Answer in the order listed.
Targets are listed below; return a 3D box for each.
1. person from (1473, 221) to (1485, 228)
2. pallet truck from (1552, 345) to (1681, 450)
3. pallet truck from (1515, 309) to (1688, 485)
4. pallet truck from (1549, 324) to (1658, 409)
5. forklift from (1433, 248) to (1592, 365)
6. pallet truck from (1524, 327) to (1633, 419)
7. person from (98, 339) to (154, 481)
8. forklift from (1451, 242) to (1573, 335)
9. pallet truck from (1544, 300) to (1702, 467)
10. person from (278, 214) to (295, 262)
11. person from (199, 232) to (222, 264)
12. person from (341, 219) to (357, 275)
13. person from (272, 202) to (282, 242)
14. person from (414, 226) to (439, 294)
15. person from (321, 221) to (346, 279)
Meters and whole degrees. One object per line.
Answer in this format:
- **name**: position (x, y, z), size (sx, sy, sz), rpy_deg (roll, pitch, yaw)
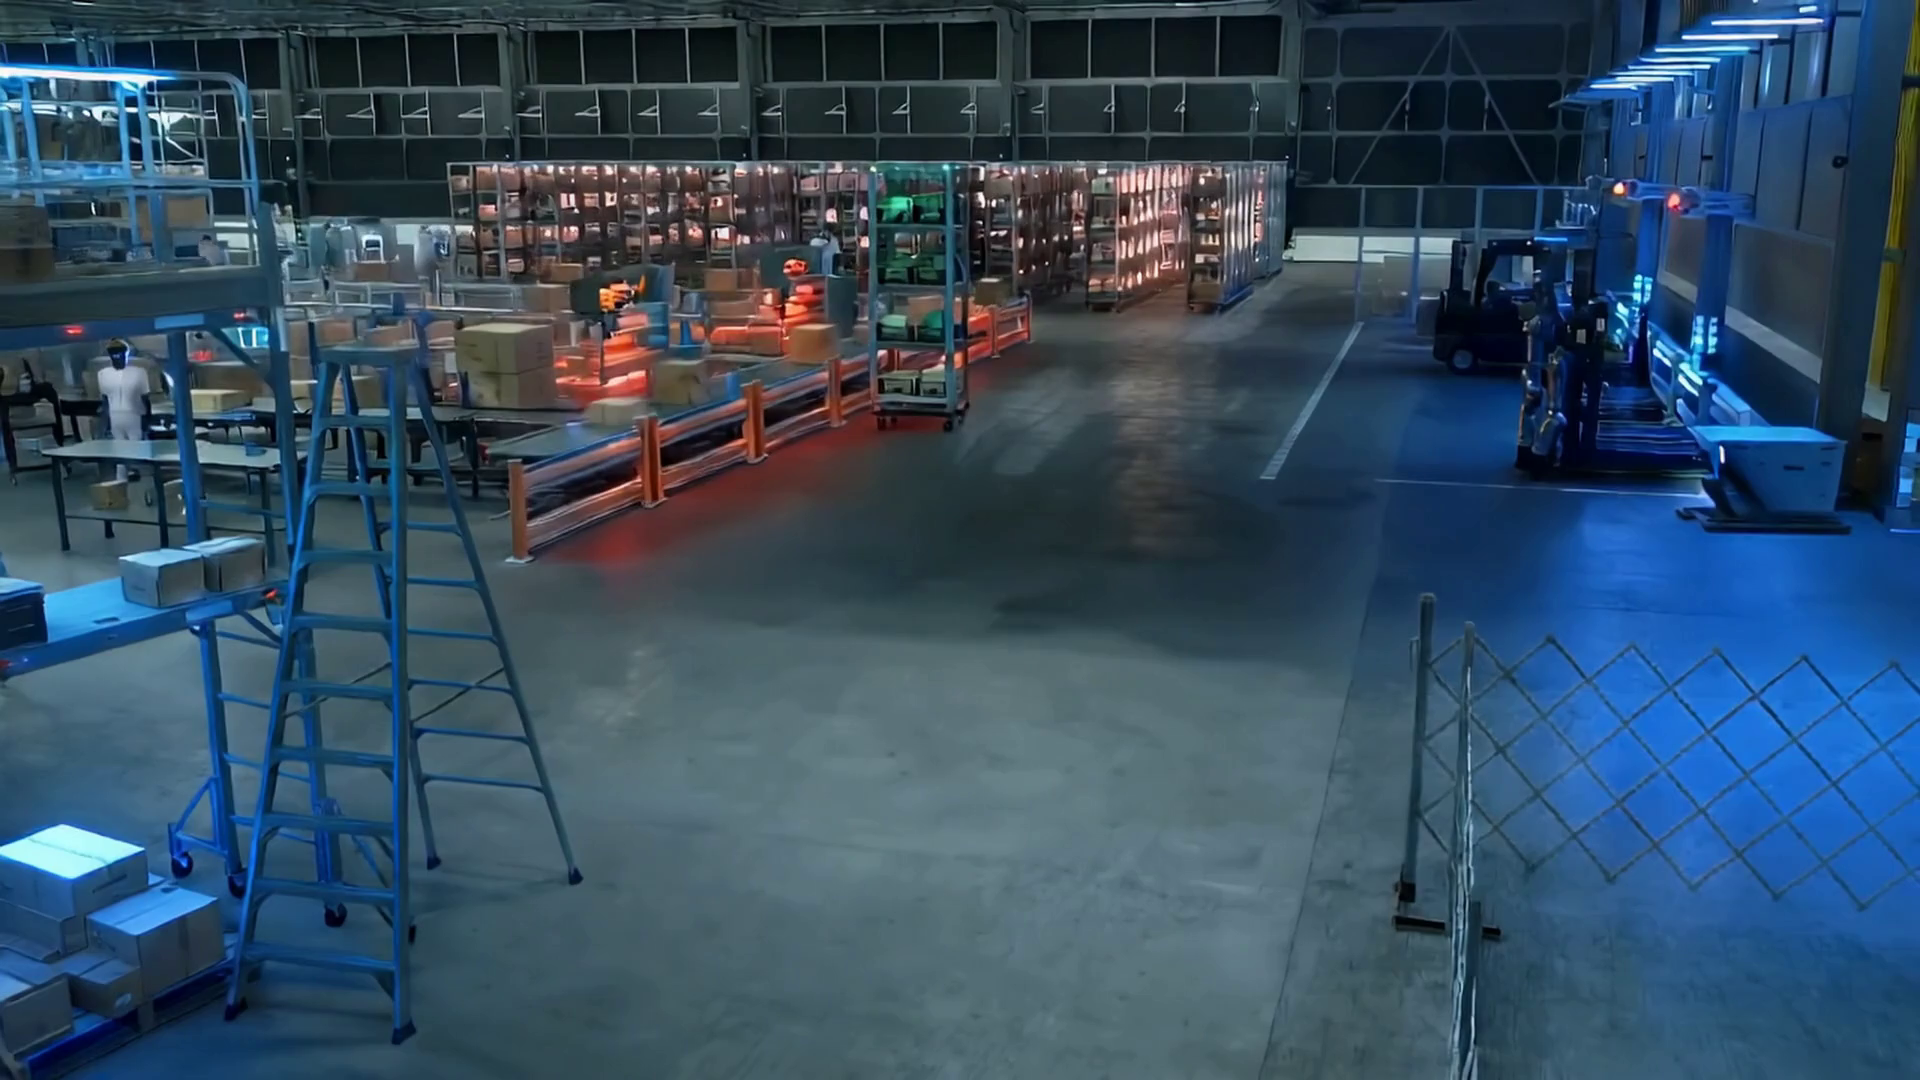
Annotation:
- **person**: position (14.297, -7.836, 46.051), size (0.396, 1.993, 0.617), rpy_deg (6, 14, 25)
- **pallet truck**: position (8.641, -1.896, 21.908), size (1.630, 1.274, 0.653), rpy_deg (4, 14, 16)
- **pallet truck**: position (7.554, -1.677, 19.446), size (1.885, 1.965, 0.823), rpy_deg (3, 13, 14)
- **pallet truck**: position (9.824, -2.669, 25.407), size (1.601, 1.201, 0.680), rpy_deg (4, 14, 16)
- **forklift**: position (9.780, -4.111, 29.280), size (2.680, 1.987, 1.157), rpy_deg (3, 13, 14)
- **pallet truck**: position (9.065, -2.460, 24.370), size (1.522, 1.261, 0.704), rpy_deg (3, 13, 14)
- **person**: position (-8.863, -1.207, 17.693), size (0.532, 1.869, 0.311), rpy_deg (-3, 13, -11)
- **forklift**: position (10.464, -4.597, 31.405), size (2.680, 1.987, 1.157), rpy_deg (4, 14, 16)
- **pallet truck**: position (8.263, -1.952, 20.631), size (1.885, 1.965, 0.823), rpy_deg (5, 14, 20)
- **person**: position (-24.268, -10.885, 59.850), size (0.498, 1.710, 0.852), rpy_deg (-10, 16, -37)
- **person**: position (-20.024, -7.396, 44.605), size (0.929, 1.779, 0.617), rpy_deg (4, 14, 15)
- **person**: position (-19.506, -9.338, 53.065), size (0.326, 1.752, 0.561), rpy_deg (9, 16, 33)
- **person**: position (-26.838, -12.312, 65.509), size (0.361, 1.940, 0.543), rpy_deg (-13, 18, -43)
- **person**: position (-14.745, -7.754, 46.018), size (0.662, 1.861, 1.005), rpy_deg (-6, 14, -25)
- **person**: position (-19.366, -8.881, 50.997), size (0.970, 1.789, 0.594), rpy_deg (0, 13, -1)
